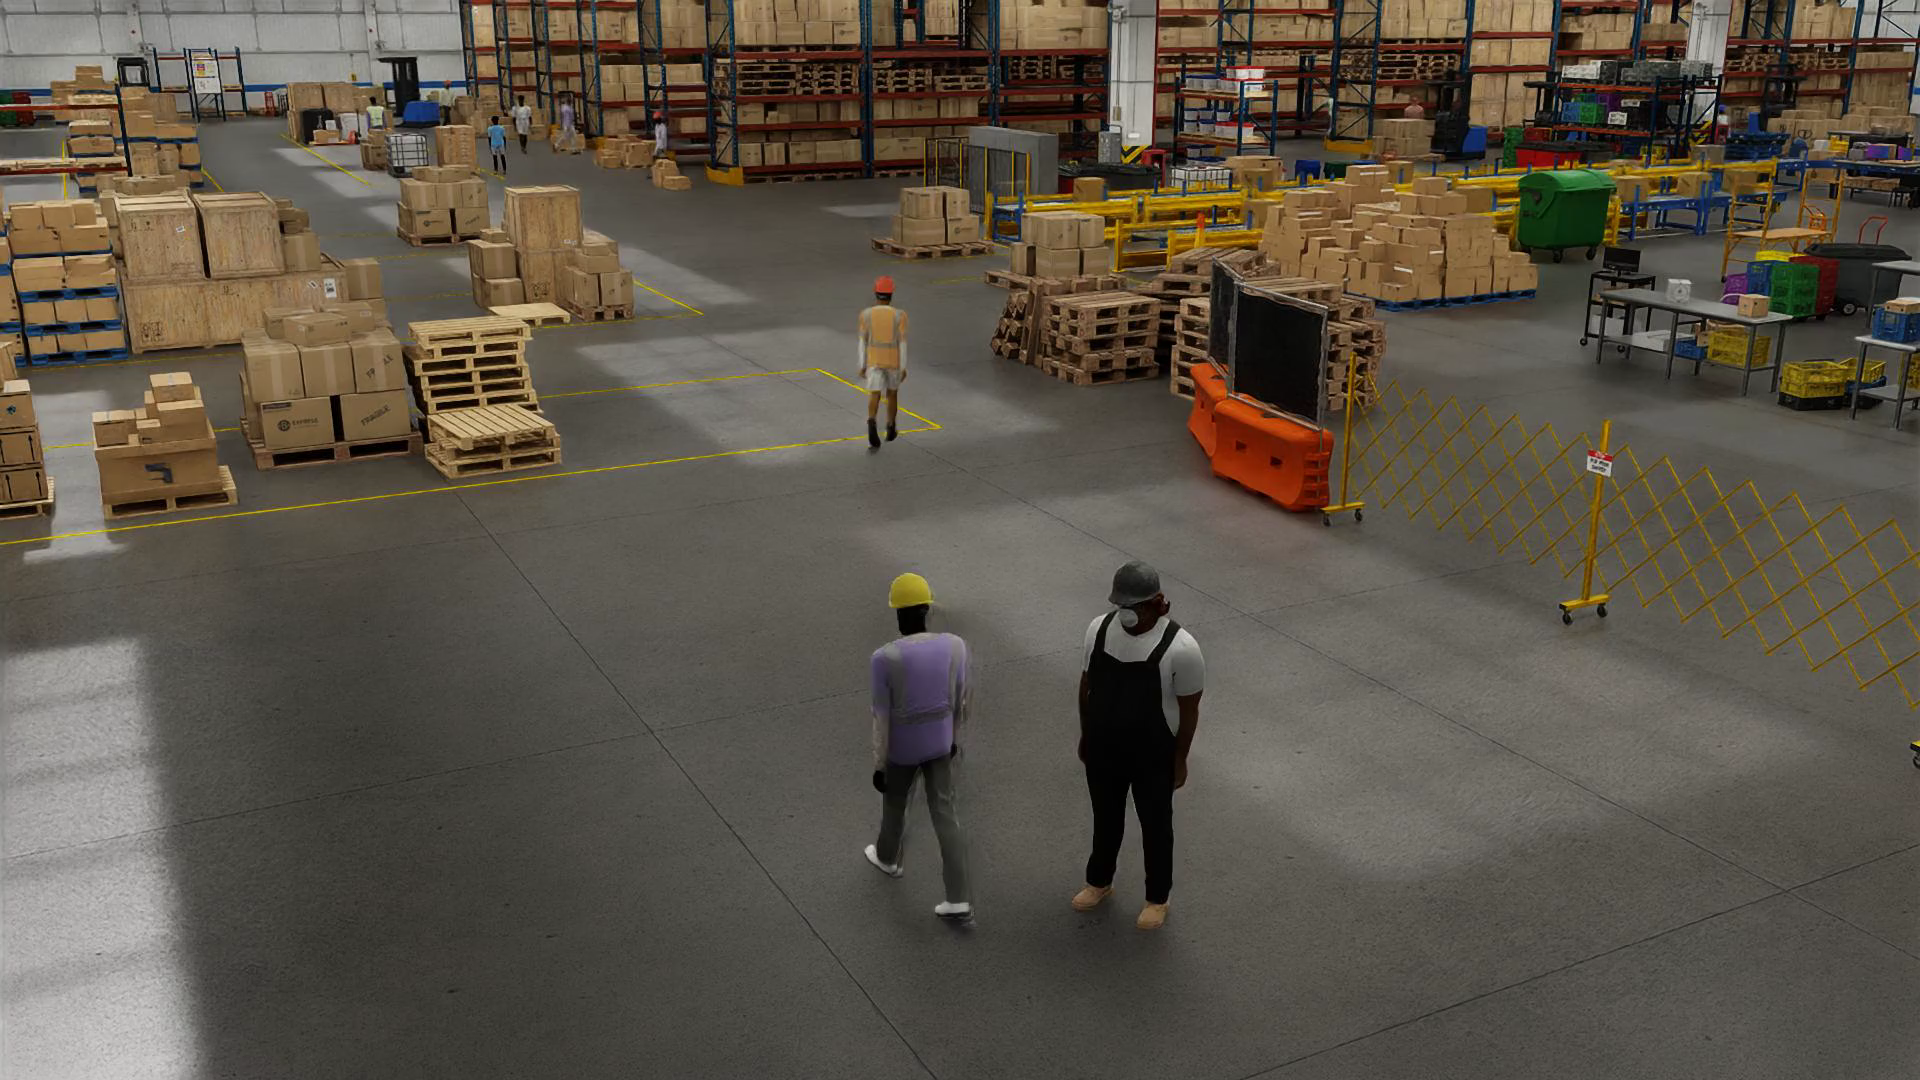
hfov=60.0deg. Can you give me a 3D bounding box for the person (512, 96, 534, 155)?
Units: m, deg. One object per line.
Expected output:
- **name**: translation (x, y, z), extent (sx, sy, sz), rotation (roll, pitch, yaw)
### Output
- **person**: translation (-14.592, -13.868, 55.605), extent (0.626, 1.911, 1.001), rotation (-8, 20, -24)

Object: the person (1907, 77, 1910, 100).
- **person**: translation (40.726, -19.076, 71.898), extent (0.565, 1.886, 0.961), rotation (-7, 19, -21)

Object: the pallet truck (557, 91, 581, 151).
- **pallet truck**: translation (-13.495, -14.412, 57.188), extent (0.823, 1.965, 1.885), rotation (-3, 18, -9)

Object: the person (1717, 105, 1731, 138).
- **person**: translation (22.981, -12.251, 50.582), extent (0.644, 1.909, 0.909), rotation (-2, 18, -7)

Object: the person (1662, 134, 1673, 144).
- **person**: translation (20.698, -11.509, 48.622), extent (0.448, 1.686, 0.548), rotation (4, 18, 13)

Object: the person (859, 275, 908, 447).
- **person**: translation (-0.864, -1.992, 18.610), extent (0.548, 1.916, 0.796), rotation (2, 18, 7)

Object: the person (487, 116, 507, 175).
- **person**: translation (-13.618, -11.620, 48.961), extent (0.542, 1.699, 0.316), rotation (-9, 20, -27)

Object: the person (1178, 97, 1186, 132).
- **person**: translation (8.275, -15.754, 62.028), extent (0.504, 1.586, 0.856), rotation (-13, 22, -36)

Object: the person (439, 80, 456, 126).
- **person**: translation (-20.435, -17.384, 66.526), extent (0.966, 1.946, 0.616), rotation (10, 20, 28)

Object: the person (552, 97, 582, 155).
- **person**: translation (-13.180, -13.827, 55.560), extent (0.879, 1.891, 0.663), rotation (0, 18, 1)

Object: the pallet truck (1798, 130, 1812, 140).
- **pallet truck**: translation (25.526, -11.556, 49.408), extent (1.630, 1.274, 0.653), rotation (-9, 20, -26)

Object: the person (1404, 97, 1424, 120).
- **person**: translation (15.004, -13.682, 55.070), extent (0.639, 1.902, 0.407), rotation (4, 18, 12)

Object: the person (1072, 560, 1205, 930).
- **person**: translation (0.898, 1.079, 8.824), extent (0.688, 2.000, 0.538), rotation (11, 21, 30)

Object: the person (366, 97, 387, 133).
- **person**: translation (-19.449, -13.802, 55.444), extent (0.658, 1.898, 0.561), rotation (-14, 22, -36)

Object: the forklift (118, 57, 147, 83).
- **forklift**: translation (-32.934, -17.846, 66.470), extent (1.129, 2.768, 1.873), rotation (-9, 20, -26)

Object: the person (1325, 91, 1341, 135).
- **person**: translation (13.792, -15.665, 61.394), extent (0.810, 1.818, 0.576), rotation (-11, 21, -30)

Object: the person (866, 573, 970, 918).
- **person**: translation (-0.212, 1.105, 9.039), extent (0.597, 1.872, 1.021), rotation (-9, 20, -26)

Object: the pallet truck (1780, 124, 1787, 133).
- **pallet truck**: translation (25.206, -12.542, 52.601), extent (1.601, 1.201, 0.680), rotation (0, 18, -2)

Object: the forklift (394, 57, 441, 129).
- **forklift**: translation (-22.181, -18.076, 67.189), extent (1.873, 2.768, 1.129), rotation (5, 19, 17)

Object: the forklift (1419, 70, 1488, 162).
- **forklift**: translation (15.832, -13.522, 52.992), extent (1.873, 2.768, 1.129), rotation (-9, 20, -26)

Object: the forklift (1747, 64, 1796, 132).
- **forklift**: translation (29.048, -15.530, 59.251), extent (1.129, 2.768, 1.873), rotation (0, 18, 2)

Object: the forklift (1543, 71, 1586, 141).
- **forklift**: translation (18.685, -13.231, 52.085), extent (1.873, 2.768, 1.129), rotation (-9, 20, -26)

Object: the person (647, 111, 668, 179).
- **person**: translation (-8.632, -11.214, 47.354), extent (0.810, 1.908, 0.579), rotation (-13, 22, -35)
